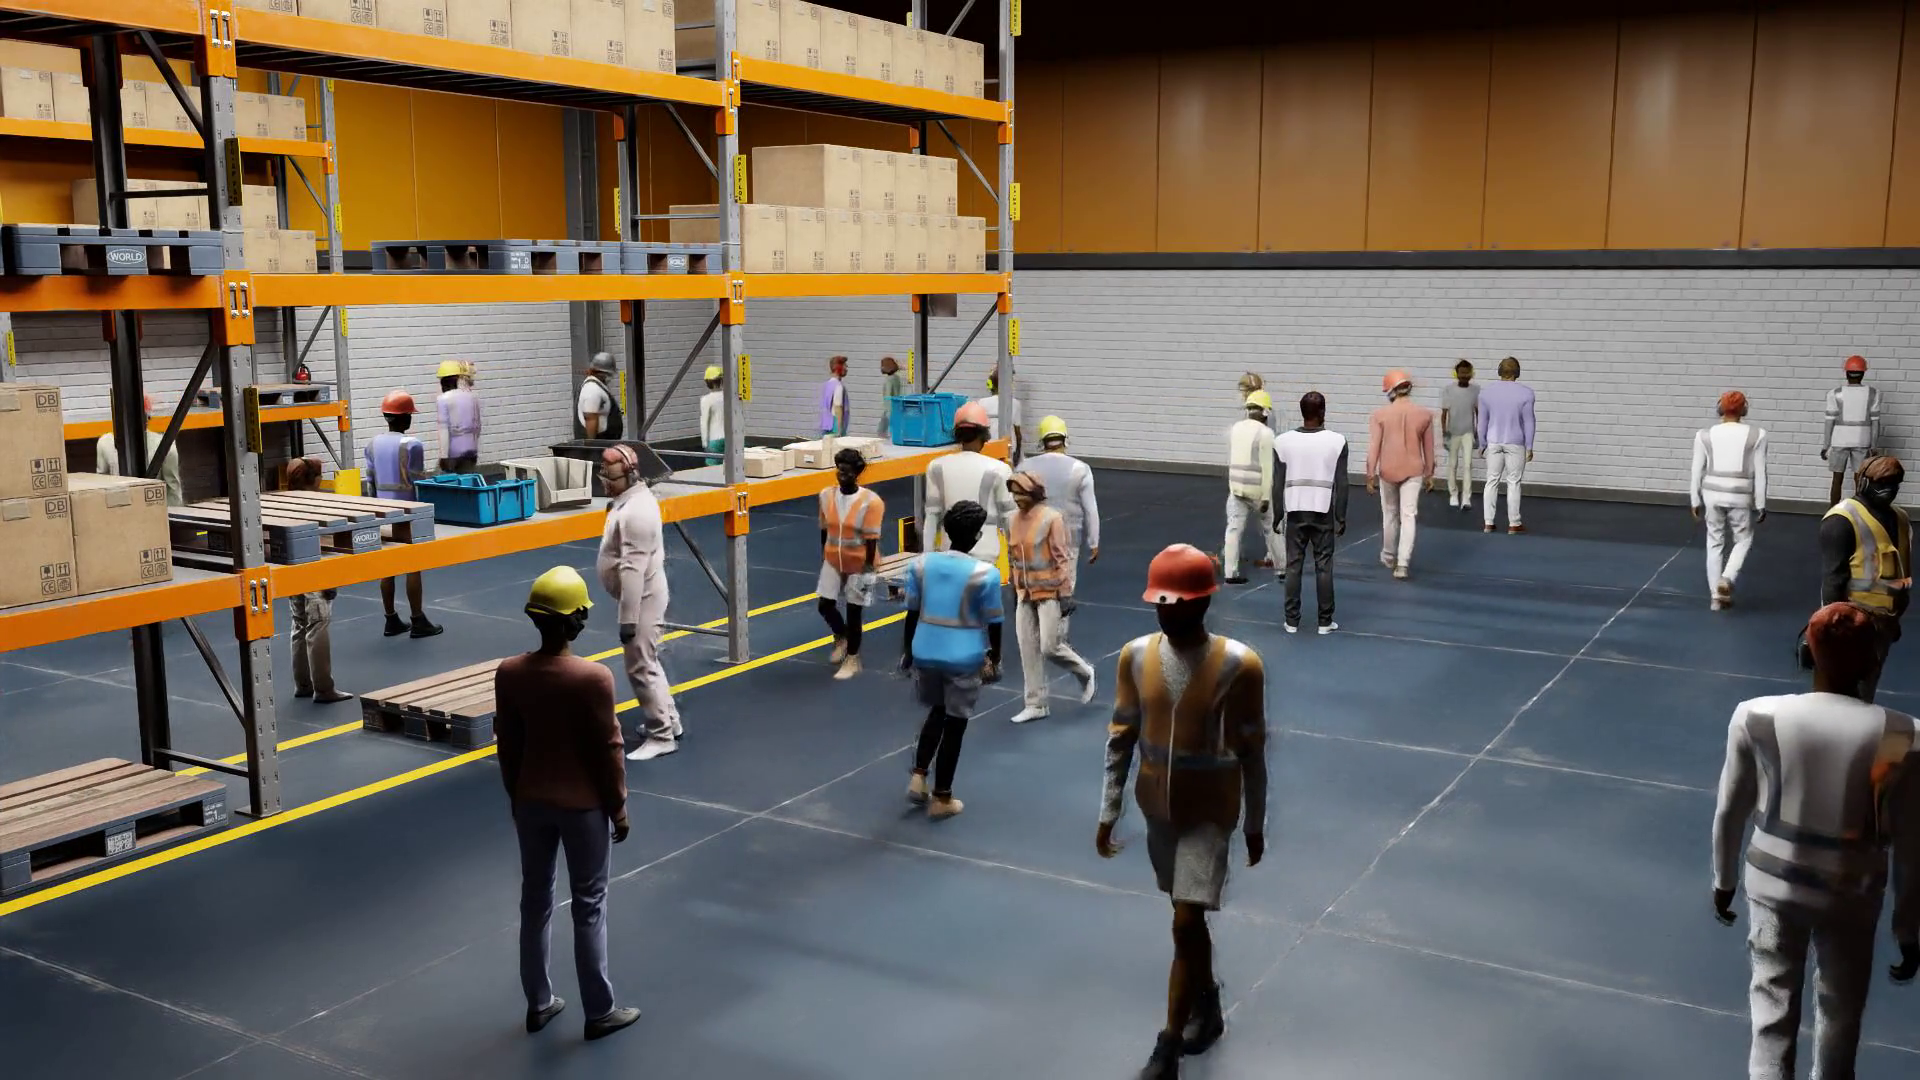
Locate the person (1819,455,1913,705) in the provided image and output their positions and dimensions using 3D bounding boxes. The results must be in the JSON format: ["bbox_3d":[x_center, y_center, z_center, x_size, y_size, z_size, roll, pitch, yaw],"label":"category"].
[{"bbox_3d":[5.059,0.441,9.301,0.624,1.841,0.430,-5,10,-28],"label":"person"}]

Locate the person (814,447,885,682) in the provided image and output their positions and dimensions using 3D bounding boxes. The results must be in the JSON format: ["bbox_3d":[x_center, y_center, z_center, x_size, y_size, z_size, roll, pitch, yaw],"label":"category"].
[{"bbox_3d":[-0.754,0.171,11.500,0.561,1.662,0.504,4,10,23],"label":"person"}]

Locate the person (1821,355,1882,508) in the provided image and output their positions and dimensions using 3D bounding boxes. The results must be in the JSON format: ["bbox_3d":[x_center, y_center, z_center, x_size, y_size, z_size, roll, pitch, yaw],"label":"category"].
[{"bbox_3d":[9.908,-1.082,18.499,0.578,1.932,0.460,3,10,20],"label":"person"}]

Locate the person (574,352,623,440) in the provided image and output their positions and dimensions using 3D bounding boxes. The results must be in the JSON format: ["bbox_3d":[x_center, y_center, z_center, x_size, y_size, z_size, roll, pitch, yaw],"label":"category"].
[{"bbox_3d":[-3.977,-1.154,18.626,0.893,2.000,0.673,-3,10,-17],"label":"person"}]

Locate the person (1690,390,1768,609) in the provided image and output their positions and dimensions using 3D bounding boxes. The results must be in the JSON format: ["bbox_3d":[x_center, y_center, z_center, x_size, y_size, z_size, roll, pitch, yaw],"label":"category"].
[{"bbox_3d":[6.441,-0.324,13.964,0.612,1.870,0.472,6,11,35],"label":"person"}]

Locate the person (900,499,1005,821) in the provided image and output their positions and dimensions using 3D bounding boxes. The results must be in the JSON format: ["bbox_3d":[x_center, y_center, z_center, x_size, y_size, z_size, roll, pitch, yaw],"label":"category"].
[{"bbox_3d":[-0.037,0.626,8.636,0.554,1.672,0.395,6,11,32],"label":"person"}]

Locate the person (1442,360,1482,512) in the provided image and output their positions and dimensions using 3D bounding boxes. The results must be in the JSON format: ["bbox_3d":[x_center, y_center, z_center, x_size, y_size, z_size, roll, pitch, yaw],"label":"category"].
[{"bbox_3d":[6.033,-1.260,20.014,0.484,1.801,1.007,2,9,11],"label":"person"}]

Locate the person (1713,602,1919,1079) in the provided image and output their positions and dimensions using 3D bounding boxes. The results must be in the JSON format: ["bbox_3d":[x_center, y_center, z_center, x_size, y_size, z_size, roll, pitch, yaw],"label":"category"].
[{"bbox_3d":[2.697,1.092,5.236,0.606,1.832,0.951,5,11,31],"label":"person"}]

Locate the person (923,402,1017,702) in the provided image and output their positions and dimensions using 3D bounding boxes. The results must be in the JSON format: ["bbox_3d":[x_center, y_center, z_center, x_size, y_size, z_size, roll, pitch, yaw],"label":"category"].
[{"bbox_3d":[0.123,0.075,11.144,0.650,1.972,1.078,4,10,23],"label":"person"}]

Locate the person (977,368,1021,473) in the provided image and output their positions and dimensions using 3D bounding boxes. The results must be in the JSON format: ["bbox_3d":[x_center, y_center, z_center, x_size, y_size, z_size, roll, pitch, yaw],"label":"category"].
[{"bbox_3d":[0.375,-0.884,17.534,0.572,1.846,0.622,-3,10,-18],"label":"person"}]

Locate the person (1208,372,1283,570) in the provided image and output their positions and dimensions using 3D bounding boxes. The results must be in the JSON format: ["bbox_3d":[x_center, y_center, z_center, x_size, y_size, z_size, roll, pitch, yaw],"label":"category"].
[{"bbox_3d":[2.751,-0.663,15.975,0.866,1.895,0.660,5,11,30],"label":"person"}]

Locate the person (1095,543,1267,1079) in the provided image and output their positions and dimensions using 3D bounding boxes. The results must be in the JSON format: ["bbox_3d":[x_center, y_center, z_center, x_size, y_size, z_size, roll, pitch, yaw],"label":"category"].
[{"bbox_3d":[0.726,0.967,5.814,0.564,1.896,0.910,6,11,35],"label":"person"}]

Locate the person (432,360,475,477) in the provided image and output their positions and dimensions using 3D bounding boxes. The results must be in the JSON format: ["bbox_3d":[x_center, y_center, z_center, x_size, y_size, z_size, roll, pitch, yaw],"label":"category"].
[{"bbox_3d":[-5.457,-0.974,17.898,0.474,1.907,0.611,3,10,19],"label":"person"}]

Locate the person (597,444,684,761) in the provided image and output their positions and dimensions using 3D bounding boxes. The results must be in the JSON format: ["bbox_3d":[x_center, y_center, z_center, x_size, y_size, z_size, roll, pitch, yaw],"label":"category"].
[{"bbox_3d":[-1.873,0.362,9.703,0.469,1.870,0.699,-2,9,-11],"label":"person"}]

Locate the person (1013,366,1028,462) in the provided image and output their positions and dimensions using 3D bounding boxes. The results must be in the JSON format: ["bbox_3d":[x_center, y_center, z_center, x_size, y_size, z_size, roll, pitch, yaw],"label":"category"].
[{"bbox_3d":[0.691,-1.827,24.217,0.866,1.582,0.517,6,11,32],"label":"person"}]

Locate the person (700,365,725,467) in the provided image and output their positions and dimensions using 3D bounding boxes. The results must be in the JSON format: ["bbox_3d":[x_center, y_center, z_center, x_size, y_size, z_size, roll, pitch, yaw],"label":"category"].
[{"bbox_3d":[-2.852,-1.208,19.847,0.531,1.751,0.540,9,12,43],"label":"person"}]

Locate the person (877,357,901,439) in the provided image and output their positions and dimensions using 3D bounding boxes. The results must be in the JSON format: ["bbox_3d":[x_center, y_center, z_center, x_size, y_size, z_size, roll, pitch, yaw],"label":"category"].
[{"bbox_3d":[-1.019,-1.872,24.424,0.367,1.619,0.526,3,10,21],"label":"person"}]

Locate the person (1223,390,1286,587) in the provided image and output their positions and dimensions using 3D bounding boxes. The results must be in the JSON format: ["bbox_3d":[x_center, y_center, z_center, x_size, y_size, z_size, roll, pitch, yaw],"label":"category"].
[{"bbox_3d":[2.746,-0.466,15.150,0.869,1.781,0.580,-7,11,-37],"label":"person"}]

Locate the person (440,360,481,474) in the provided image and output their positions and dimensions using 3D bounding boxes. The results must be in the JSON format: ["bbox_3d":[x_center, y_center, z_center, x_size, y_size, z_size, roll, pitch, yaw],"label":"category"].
[{"bbox_3d":[-5.497,-1.037,18.401,0.402,1.890,0.646,-9,13,-44],"label":"person"}]

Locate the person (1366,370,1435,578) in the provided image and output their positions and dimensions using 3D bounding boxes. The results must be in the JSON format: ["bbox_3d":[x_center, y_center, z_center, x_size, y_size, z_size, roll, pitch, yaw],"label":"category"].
[{"bbox_3d":[4.154,-0.625,15.702,0.645,1.929,1.014,1,9,5],"label":"person"}]

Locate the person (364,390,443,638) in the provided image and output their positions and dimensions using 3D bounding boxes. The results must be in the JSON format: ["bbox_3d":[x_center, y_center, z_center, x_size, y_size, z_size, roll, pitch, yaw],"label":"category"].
[{"bbox_3d":[-4.350,-0.200,12.986,0.542,1.939,0.364,4,10,22],"label":"person"}]

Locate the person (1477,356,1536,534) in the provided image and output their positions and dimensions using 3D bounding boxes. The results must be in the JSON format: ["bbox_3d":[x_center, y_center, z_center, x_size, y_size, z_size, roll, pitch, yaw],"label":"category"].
[{"bbox_3d":[5.958,-1.029,18.163,0.627,1.941,0.371,6,11,34],"label":"person"}]

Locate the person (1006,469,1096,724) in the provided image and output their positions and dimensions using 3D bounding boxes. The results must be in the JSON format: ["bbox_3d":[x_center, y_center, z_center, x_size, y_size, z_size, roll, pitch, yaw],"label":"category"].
[{"bbox_3d":[0.560,0.344,10.560,0.554,1.618,0.555,-7,12,-39],"label":"person"}]

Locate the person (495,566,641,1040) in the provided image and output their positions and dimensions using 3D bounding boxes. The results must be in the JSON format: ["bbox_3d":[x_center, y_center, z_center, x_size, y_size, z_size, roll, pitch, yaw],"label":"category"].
[{"bbox_3d":[-1.466,0.974,6.193,0.523,1.769,0.316,3,10,20],"label":"person"}]

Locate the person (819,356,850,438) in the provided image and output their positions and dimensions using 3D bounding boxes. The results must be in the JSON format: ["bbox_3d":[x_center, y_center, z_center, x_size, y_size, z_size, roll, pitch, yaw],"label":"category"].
[{"bbox_3d":[-1.546,-1.374,20.663,0.522,1.830,0.566,-3,10,-18],"label":"person"}]

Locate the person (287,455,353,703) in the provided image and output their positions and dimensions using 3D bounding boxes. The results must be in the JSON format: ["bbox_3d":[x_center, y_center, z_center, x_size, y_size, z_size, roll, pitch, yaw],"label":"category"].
[{"bbox_3d":[-4.305,0.259,11.038,0.514,1.645,0.309,8,12,41],"label":"person"}]

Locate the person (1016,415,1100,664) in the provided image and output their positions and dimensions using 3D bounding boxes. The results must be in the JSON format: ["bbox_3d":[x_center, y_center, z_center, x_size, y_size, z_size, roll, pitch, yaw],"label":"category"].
[{"bbox_3d":[0.727,-0.020,12.288,0.631,1.795,0.755,2,9,14],"label":"person"}]

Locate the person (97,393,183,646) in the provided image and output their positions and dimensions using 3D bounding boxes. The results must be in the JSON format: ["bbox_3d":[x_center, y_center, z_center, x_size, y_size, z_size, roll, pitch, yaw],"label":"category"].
[{"bbox_3d":[-6.302,-0.195,12.840,0.635,1.978,0.659,0,9,1],"label":"person"}]

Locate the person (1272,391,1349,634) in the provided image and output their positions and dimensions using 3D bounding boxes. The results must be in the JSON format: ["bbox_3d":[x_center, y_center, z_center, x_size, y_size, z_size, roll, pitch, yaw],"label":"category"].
[{"bbox_3d":[2.755,-0.208,13.118,0.587,1.915,0.397,3,10,19],"label":"person"}]
